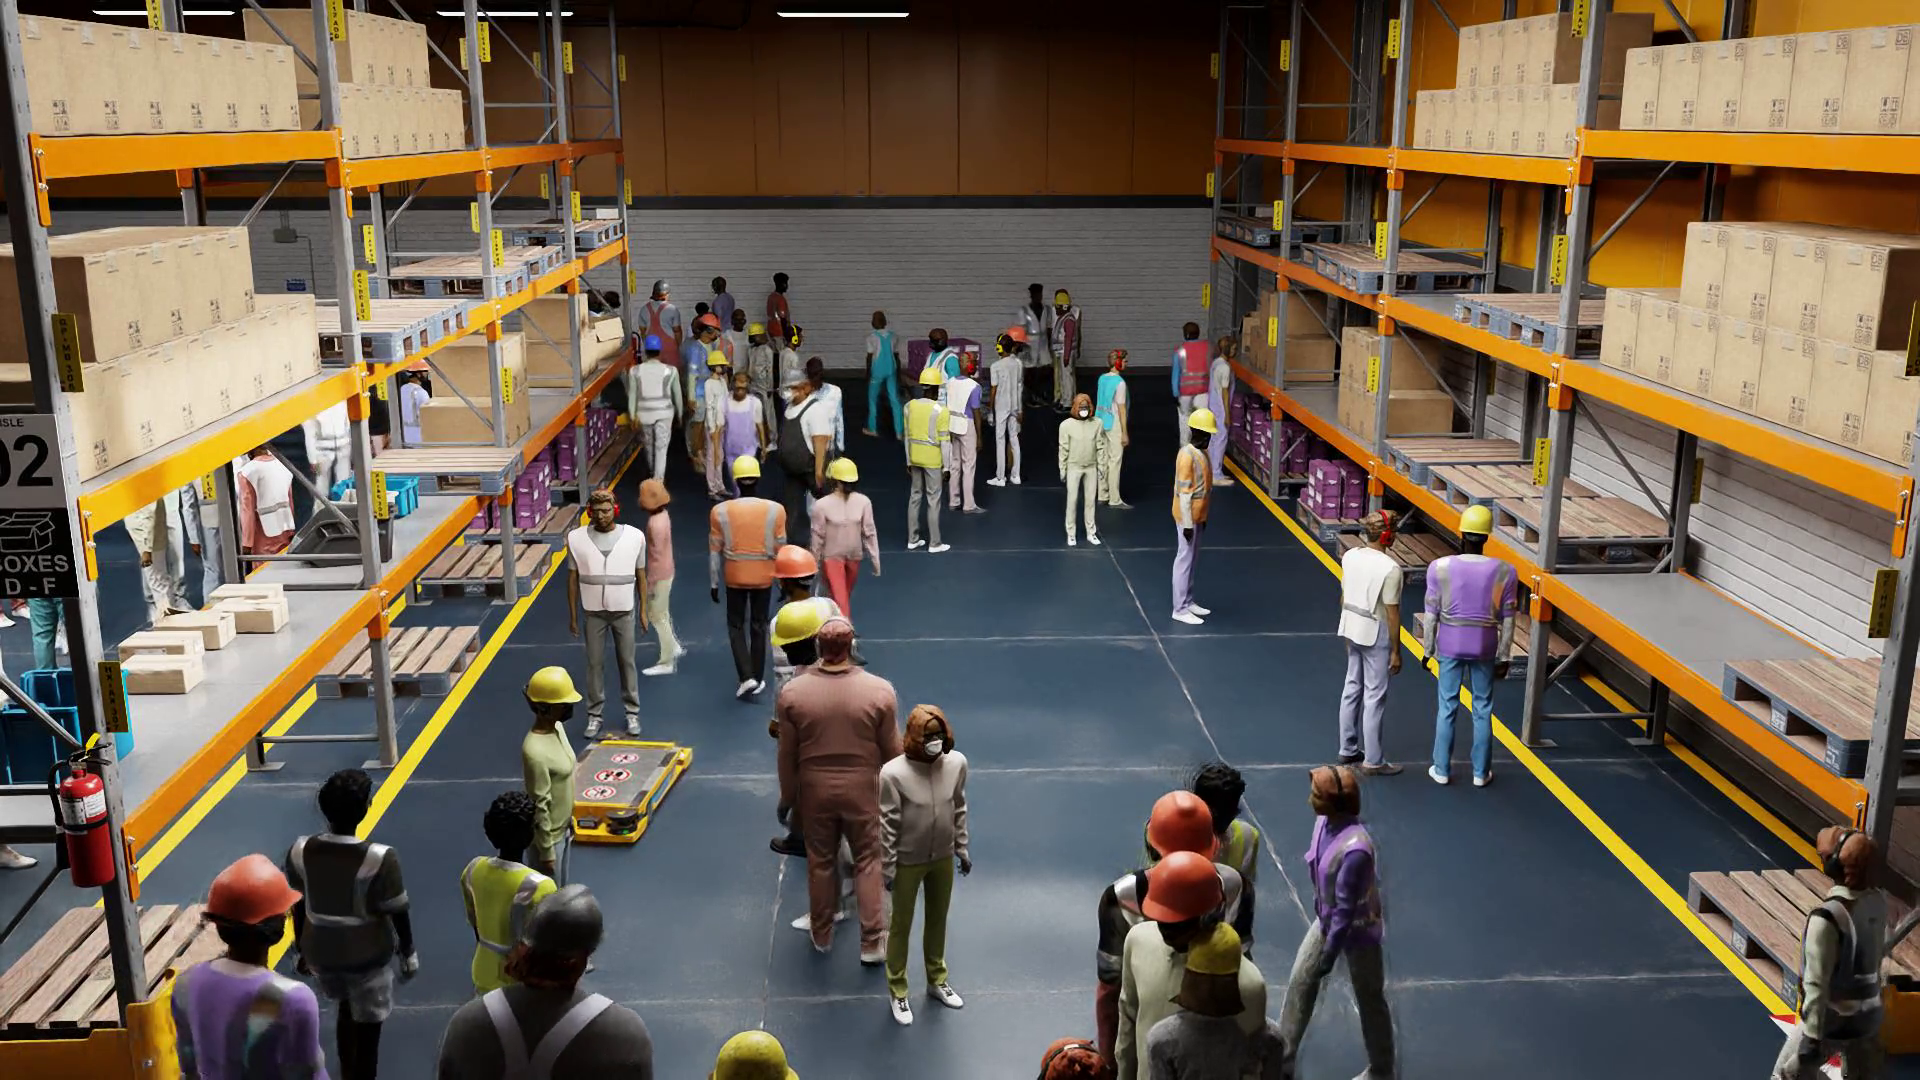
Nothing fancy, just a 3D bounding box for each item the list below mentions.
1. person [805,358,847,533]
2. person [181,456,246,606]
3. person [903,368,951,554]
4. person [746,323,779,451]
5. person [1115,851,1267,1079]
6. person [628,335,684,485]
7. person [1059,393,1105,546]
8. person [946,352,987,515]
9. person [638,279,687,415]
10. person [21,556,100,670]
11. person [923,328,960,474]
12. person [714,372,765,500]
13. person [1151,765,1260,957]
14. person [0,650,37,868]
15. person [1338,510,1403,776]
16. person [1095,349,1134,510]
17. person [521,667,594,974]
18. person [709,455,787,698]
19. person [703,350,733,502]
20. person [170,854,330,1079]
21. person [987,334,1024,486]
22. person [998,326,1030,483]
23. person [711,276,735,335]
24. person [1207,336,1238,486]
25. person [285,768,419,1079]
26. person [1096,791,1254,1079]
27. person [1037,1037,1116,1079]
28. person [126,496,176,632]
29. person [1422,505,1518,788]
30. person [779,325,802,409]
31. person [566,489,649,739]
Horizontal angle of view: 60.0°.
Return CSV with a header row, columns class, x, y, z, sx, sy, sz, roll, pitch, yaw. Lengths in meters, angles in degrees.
class,x,y,z,sx,sy,sz,roll,pitch,yaw
person,-1.544,-1.032,18.081,0.621,1.908,0.440,-4,15,-15
person,-6.419,-0.098,14.383,0.404,1.906,0.598,8,16,29
person,-0.324,-0.827,17.219,0.584,1.918,0.408,10,18,36
person,-2.706,-2.067,22.451,0.486,1.735,0.338,13,19,41
person,0.786,2.019,5.912,0.414,1.986,0.617,-14,20,-43
person,-3.619,-1.498,19.882,0.642,1.893,1.017,0,14,-2
person,1.276,-0.740,17.459,0.504,1.622,0.296,-4,15,-16
person,0.042,-1.203,18.831,0.373,1.843,0.571,-11,18,-36
person,-4.477,-2.928,25.213,0.673,2.000,0.536,5,15,18
person,-6.921,0.313,12.758,0.649,1.907,0.409,0,14,-1
person,-0.255,-1.763,21.041,0.429,1.839,0.634,-8,16,-28
person,-2.390,-0.955,18.005,0.532,1.784,0.985,-1,14,-4
person,1.080,1.779,7.435,0.547,1.675,0.361,-5,15,-19
person,-5.745,1.099,9.690,0.400,1.901,0.643,2,14,7
person,2.799,0.697,11.368,0.388,1.848,0.564,-7,16,-24
person,1.746,-1.267,19.076,0.391,1.848,0.563,-6,15,-21
person,-2.054,1.483,8.456,0.339,1.762,0.525,-1,14,-2
person,-1.627,0.299,12.801,0.593,1.916,0.508,-2,14,-7
person,-2.835,-1.340,19.520,0.301,1.772,0.524,3,15,12
person,-2.448,2.077,5.632,0.608,2.014,0.928,8,16,30
person,0.555,-1.583,20.297,0.509,1.862,0.328,-10,17,-34
person,0.659,-1.671,20.509,0.401,1.928,0.557,-6,15,-21
person,-3.820,-3.282,26.834,0.368,1.933,0.628,4,15,15
person,3.199,-1.580,20.326,0.336,1.839,0.512,-1,14,-5
person,-2.648,1.807,7.344,0.552,1.675,0.555,3,15,11
person,0.822,1.894,6.319,0.612,2.029,0.407,-3,15,-12
person,0.336,2.337,4.870,0.576,1.880,0.360,0,14,-1
person,-6.967,0.011,14.248,0.342,1.751,0.564,-5,15,-19
person,3.389,0.716,11.136,0.589,1.927,0.388,3,15,13
person,-2.126,-1.790,21.109,0.329,1.862,0.512,-7,16,-25
person,-2.545,0.521,12.059,0.569,1.844,0.377,-2,14,-9
